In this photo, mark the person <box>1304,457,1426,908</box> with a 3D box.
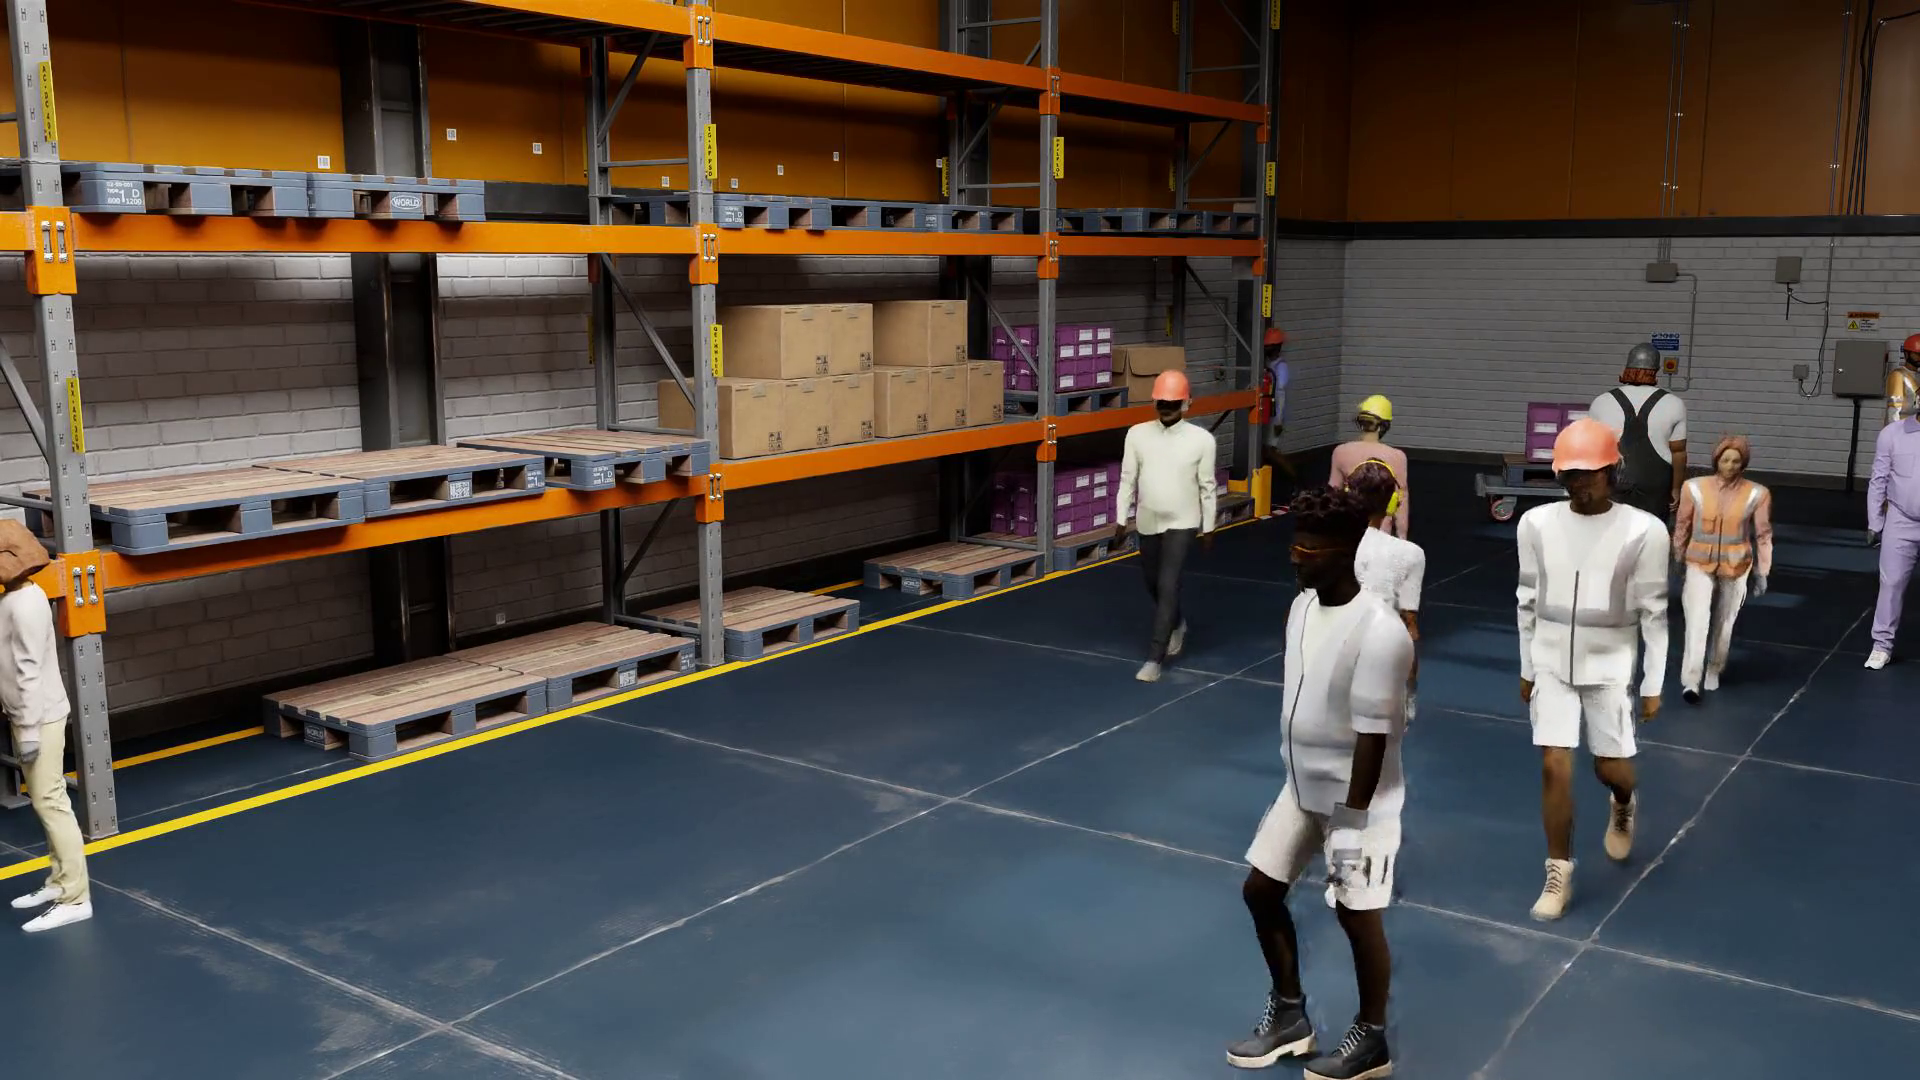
[{"bbox_3d":[1.652,0.566,6.952,0.517,1.822,0.995,2,10,10],"label":"person"}]

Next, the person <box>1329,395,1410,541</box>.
[{"bbox_3d":[2.668,-0.070,10.904,0.544,1.751,0.417,8,13,40],"label":"person"}]

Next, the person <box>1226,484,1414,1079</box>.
[{"bbox_3d":[1.125,0.797,5.198,0.648,1.943,0.621,-4,10,-21],"label":"person"}]

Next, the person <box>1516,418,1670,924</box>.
[{"bbox_3d":[2.579,0.493,6.796,0.609,2.017,0.823,7,12,36],"label":"person"}]

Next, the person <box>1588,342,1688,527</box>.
[{"bbox_3d":[4.964,-0.436,12.233,0.689,2.000,0.539,4,10,25],"label":"person"}]

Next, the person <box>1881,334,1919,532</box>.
[{"bbox_3d":[9.129,-1.022,16.051,0.542,1.931,0.376,-7,12,-37],"label":"person"}]

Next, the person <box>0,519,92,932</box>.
[{"bbox_3d":[-3.687,0.721,6.591,0.282,1.626,0.491,-7,12,-34],"label":"person"}]

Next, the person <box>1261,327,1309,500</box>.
[{"bbox_3d":[3.396,-1.352,18.041,0.698,1.921,0.562,-1,10,-6],"label":"person"}]

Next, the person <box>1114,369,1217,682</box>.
[{"bbox_3d":[1.339,-0.133,10.709,0.626,1.961,0.991,5,11,26],"label":"person"}]

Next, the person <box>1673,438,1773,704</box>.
[{"bbox_3d":[4.514,0.186,9.874,0.538,1.577,0.933,4,10,24],"label":"person"}]

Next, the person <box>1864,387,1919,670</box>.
[{"bbox_3d":[6.110,-0.085,10.553,0.651,1.904,0.403,6,11,31],"label":"person"}]
